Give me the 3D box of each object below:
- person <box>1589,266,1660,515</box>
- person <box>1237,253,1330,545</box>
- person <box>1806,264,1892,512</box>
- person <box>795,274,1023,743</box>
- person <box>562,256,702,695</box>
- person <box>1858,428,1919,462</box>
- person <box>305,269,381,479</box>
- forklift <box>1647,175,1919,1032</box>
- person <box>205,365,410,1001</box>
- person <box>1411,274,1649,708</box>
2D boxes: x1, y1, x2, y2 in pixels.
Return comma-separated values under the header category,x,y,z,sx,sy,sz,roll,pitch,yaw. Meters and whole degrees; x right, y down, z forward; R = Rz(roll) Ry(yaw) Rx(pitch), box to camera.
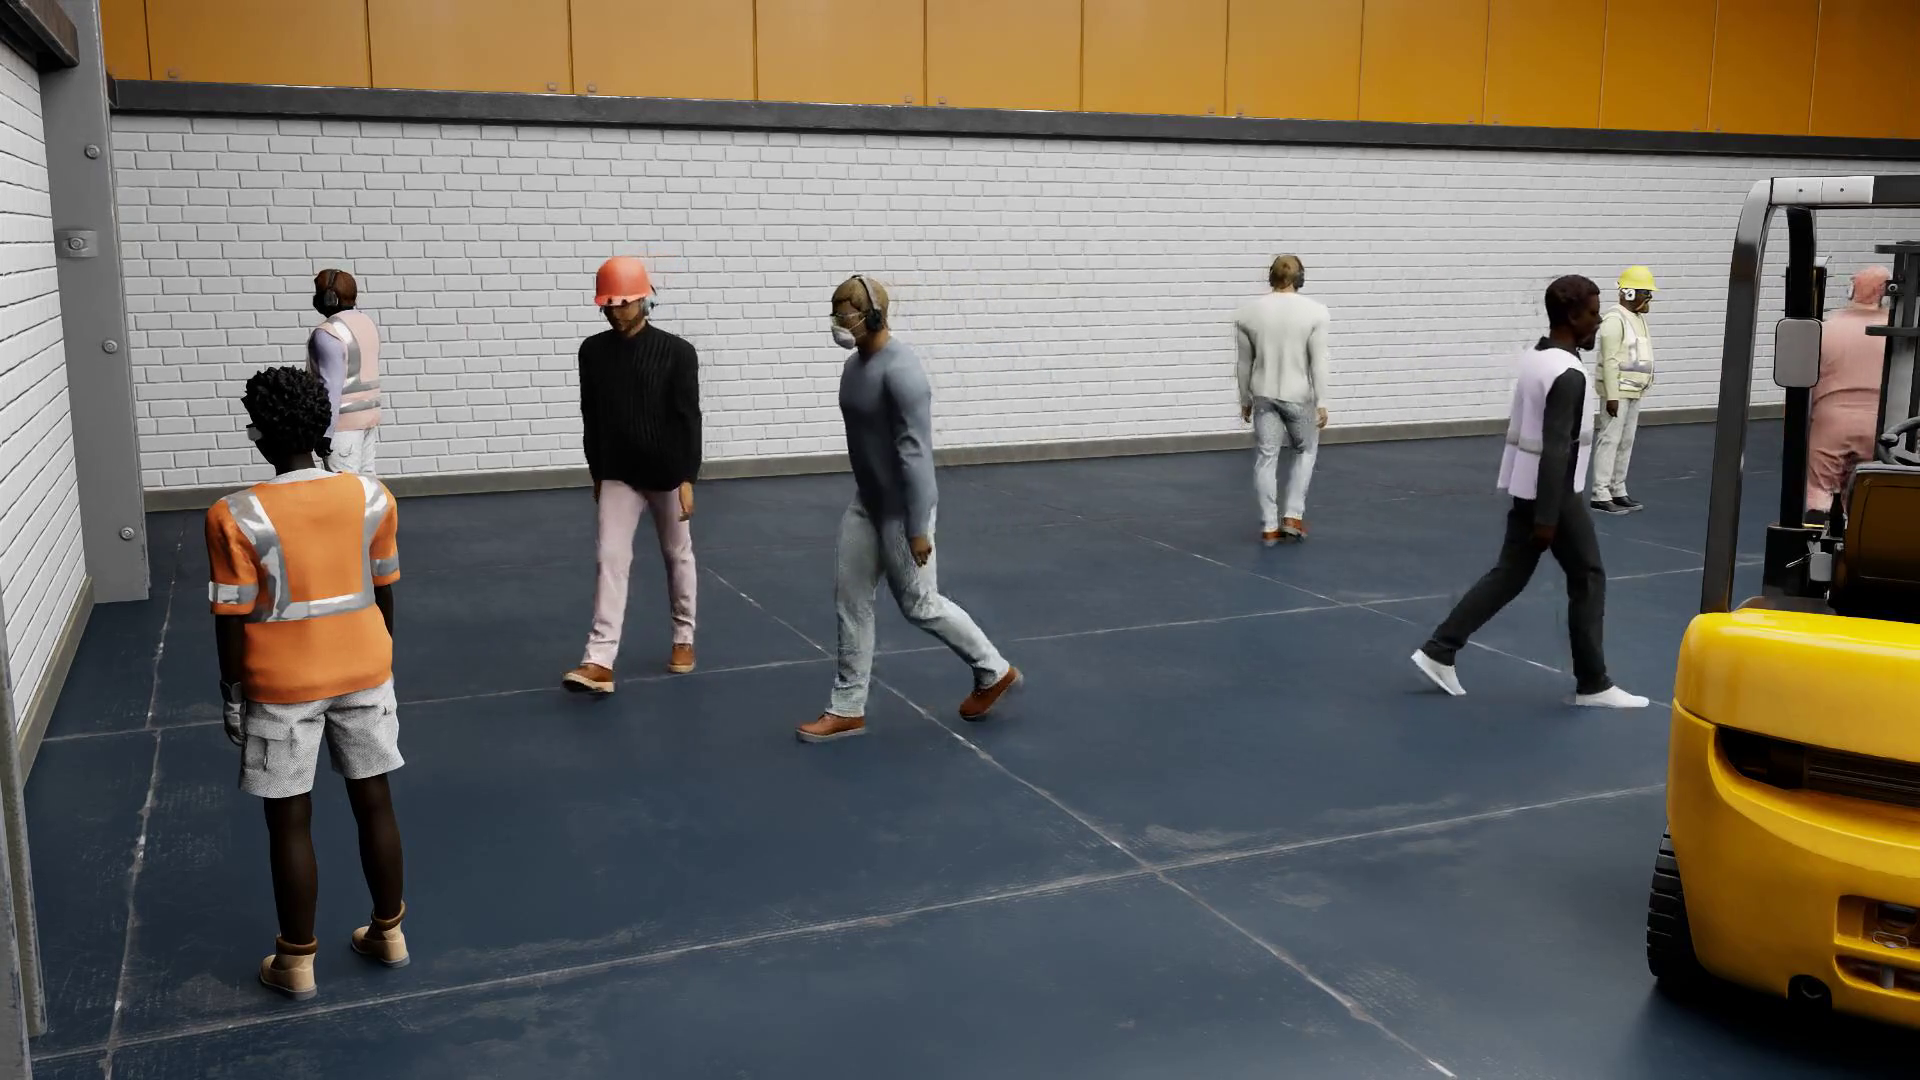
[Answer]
category,x,y,z,sx,sy,sz,roll,pitch,yaw
person,4.908,-1.103,12.292,0.403,1.825,0.597,9,14,42
person,2.156,-0.929,11.044,0.655,1.921,0.562,6,12,28
person,5.077,-0.625,9.480,0.656,1.881,0.654,4,11,19
person,-0.195,-0.129,6.737,0.921,1.898,0.649,-5,11,-26
person,-1.437,-0.282,7.429,0.645,1.926,1.020,2,11,13
person,5.390,-0.578,9.287,0.774,1.868,0.677,-10,14,-43
person,-3.675,-0.682,9.905,0.429,1.846,0.626,1,10,3
forklift,2.810,0.094,4.662,1.214,2.155,2.313,7,12,34
person,-1.735,0.382,4.465,0.320,1.694,0.532,9,14,42
person,2.483,-0.203,7.197,0.947,1.886,0.595,0,10,1
